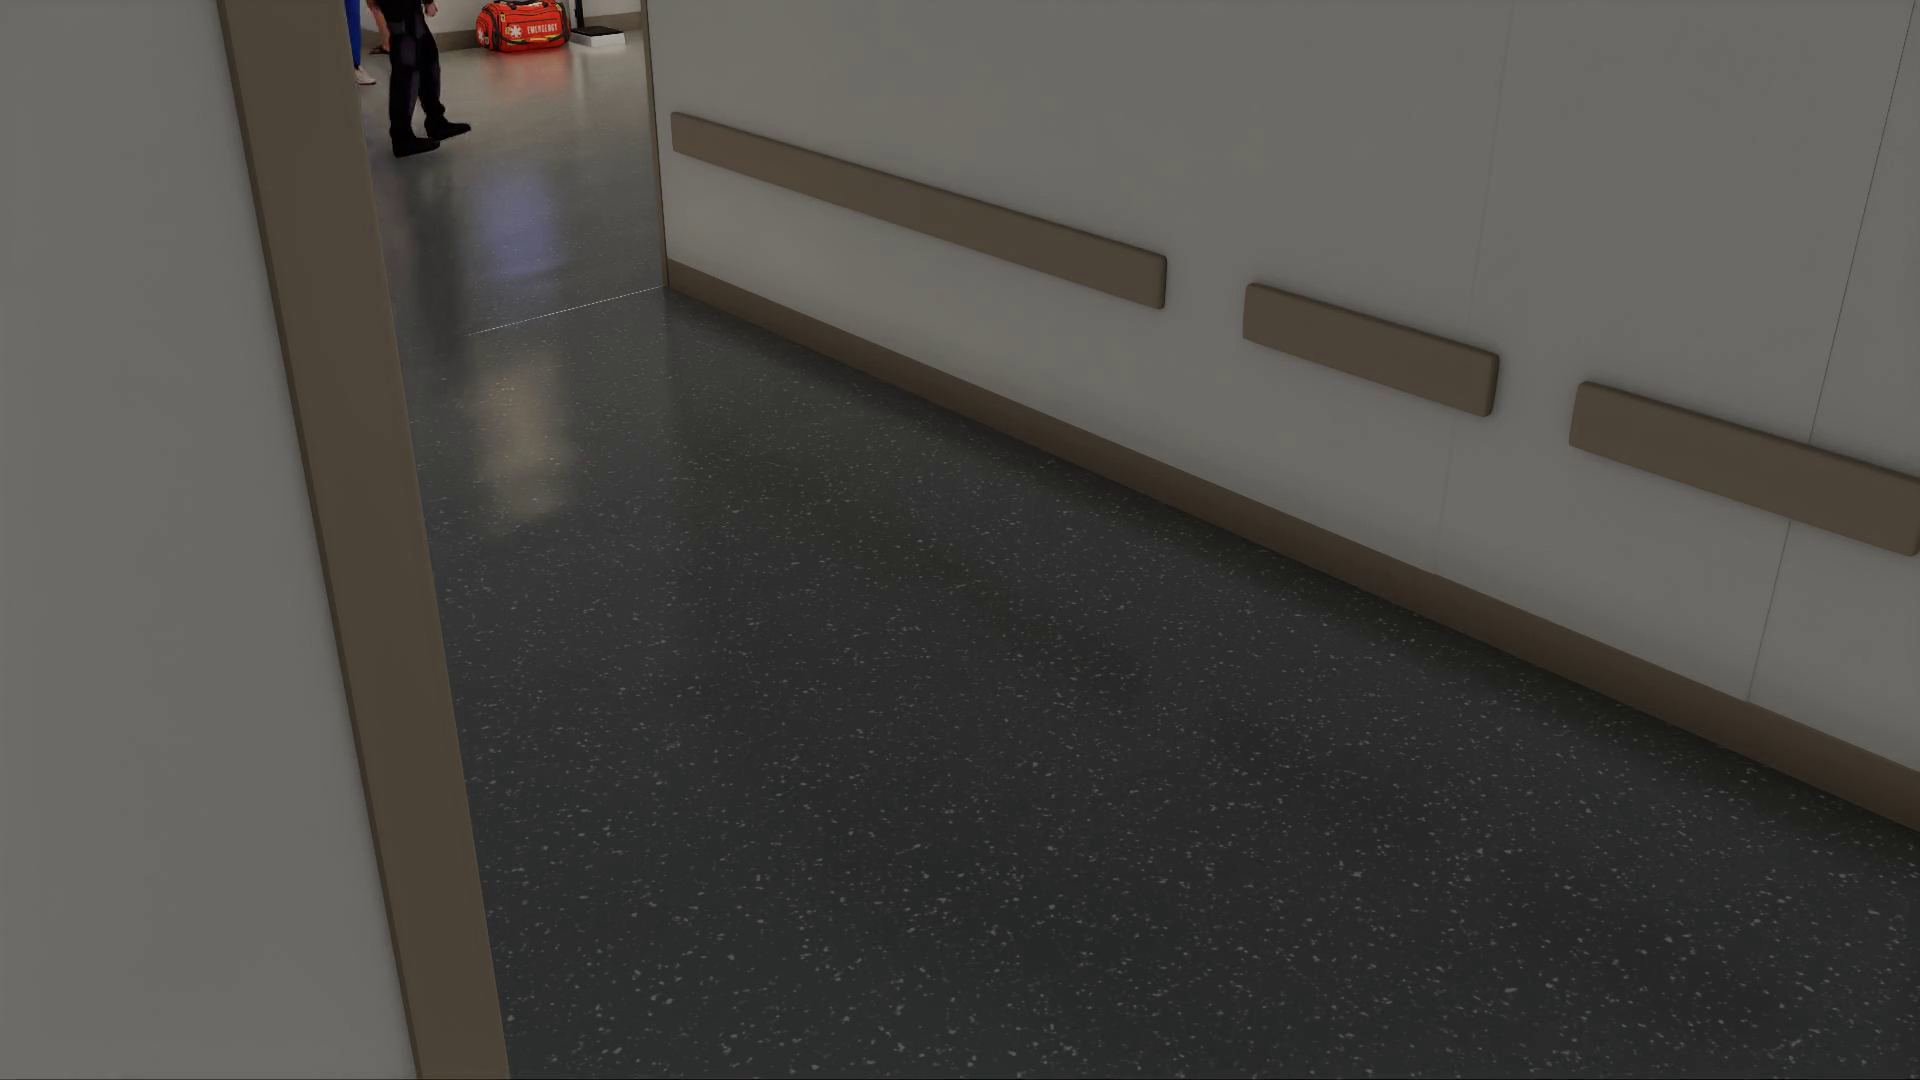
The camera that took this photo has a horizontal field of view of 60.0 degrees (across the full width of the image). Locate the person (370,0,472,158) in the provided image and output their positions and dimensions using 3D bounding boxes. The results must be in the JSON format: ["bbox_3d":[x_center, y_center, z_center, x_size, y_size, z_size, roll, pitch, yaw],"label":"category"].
[{"bbox_3d":[-3.631,-3.402,10.602,0.839,1.889,0.685,-19,32,-34],"label":"person"}]
